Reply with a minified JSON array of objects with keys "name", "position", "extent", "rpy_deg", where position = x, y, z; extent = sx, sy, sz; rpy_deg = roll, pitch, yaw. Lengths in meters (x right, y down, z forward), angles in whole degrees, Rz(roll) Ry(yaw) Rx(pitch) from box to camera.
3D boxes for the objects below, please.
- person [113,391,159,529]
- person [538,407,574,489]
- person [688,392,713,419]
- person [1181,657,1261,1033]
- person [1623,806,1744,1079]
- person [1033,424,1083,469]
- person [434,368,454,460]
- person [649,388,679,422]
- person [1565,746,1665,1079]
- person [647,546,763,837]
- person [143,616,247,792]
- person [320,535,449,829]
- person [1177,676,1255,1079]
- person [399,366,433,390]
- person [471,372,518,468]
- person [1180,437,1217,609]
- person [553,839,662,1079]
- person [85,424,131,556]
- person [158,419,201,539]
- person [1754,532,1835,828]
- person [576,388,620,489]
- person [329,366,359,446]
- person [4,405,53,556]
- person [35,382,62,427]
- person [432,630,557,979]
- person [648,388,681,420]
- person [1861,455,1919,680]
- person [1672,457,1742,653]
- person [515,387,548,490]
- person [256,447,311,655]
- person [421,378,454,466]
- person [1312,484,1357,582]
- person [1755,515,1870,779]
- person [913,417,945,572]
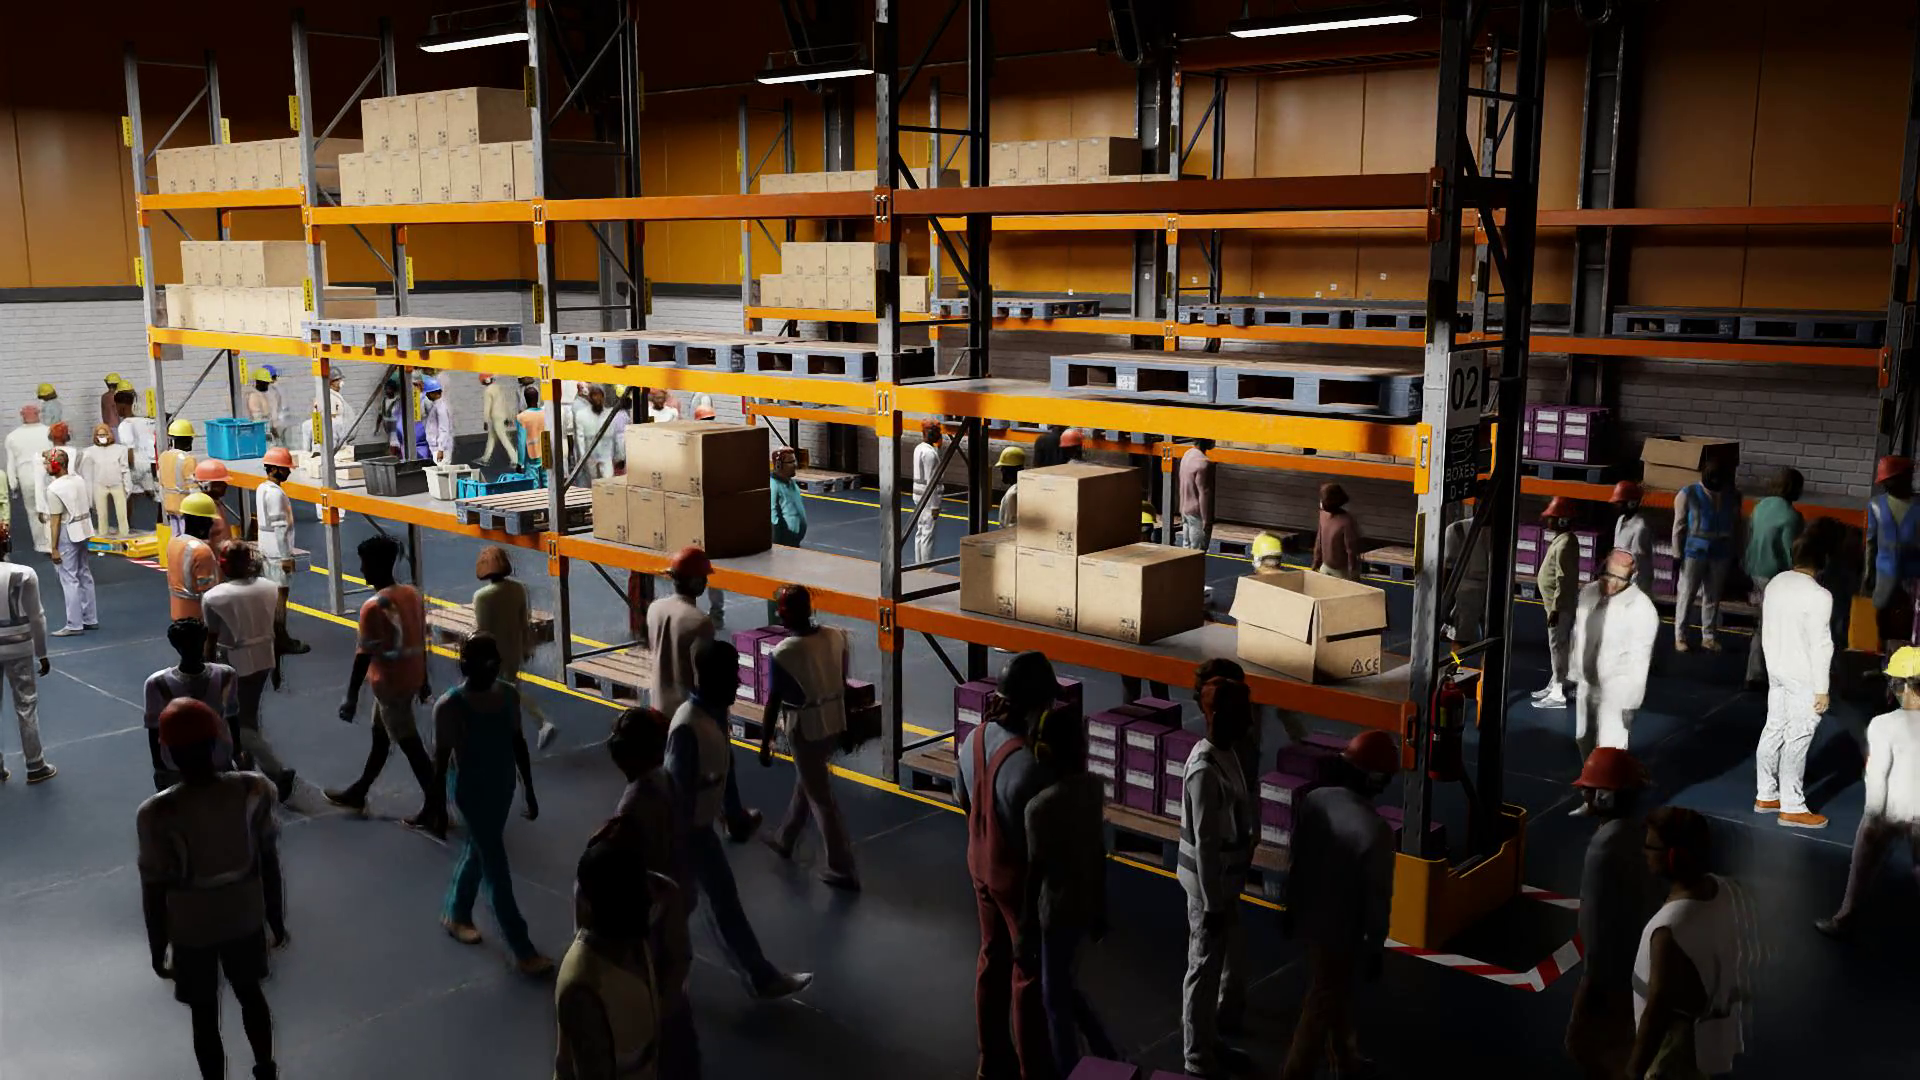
[{"name":"person","position":[-10.584,-0.970,21.534],"extent":[0.913,1.929,0.609],"rpy_deg":[1,10,6]},{"name":"person","position":[-5.536,-1.175,22.586],"extent":[0.599,1.958,0.378],"rpy_deg":[-5,11,-27]},{"name":"person","position":[-3.905,-1.585,24.965],"extent":[0.421,1.936,0.612],"rpy_deg":[-5,11,-27]},{"name":"person","position":[1.272,1.459,8.020],"extent":[0.353,1.838,0.505],"rpy_deg":[2,10,10]},{"name":"person","position":[2.533,1.836,5.992],"extent":[0.815,1.812,0.590],"rpy_deg":[7,12,35]},{"name":"person","position":[1.157,-0.637,19.606],"extent":[0.615,1.941,1.026],"rpy_deg":[-3,10,-14]},{"name":"person","position":[-8.859,-2.163,28.225],"extent":[0.441,1.924,0.650],"rpy_deg":[-4,11,-23]},{"name":"person","position":[-4.113,-1.175,22.814],"extent":[0.598,1.865,0.540],"rpy_deg":[-4,11,-20]},{"name":"person","position":[2.719,1.719,6.858],"extent":[0.526,1.723,0.591],"rpy_deg":[9,14,43]},{"name":"person","position":[-1.702,0.995,10.370],"extent":[0.609,1.943,1.014],"rpy_deg":[7,12,35]},{"name":"person","position":[-4.354,1.266,9.500],"extent":[0.531,1.698,0.320],"rpy_deg":[-9,13,-40]},{"name":"person","position":[-3.787,0.927,10.762],"extent":[0.983,1.917,0.639],"rpy_deg":[1,10,7]},{"name":"person","position":[1.154,1.535,7.455],"extent":[0.355,1.884,0.575],"rpy_deg":[2,10,13]},{"name":"person","position":[-8.843,-2.021,27.119],"extent":[0.609,2.040,0.394],"rpy_deg":[-9,14,-43]},{"name":"person","position":[-7.939,-2.072,28.372],"extent":[0.915,1.699,0.588],"rpy_deg":[0,10,2]},{"name":"person","position":[2.487,-0.253,17.407],"extent":[0.355,1.938,0.634],"rpy_deg":[-2,10,-12]},{"name":"person","position":[-1.123,1.884,5.407],"extent":[0.408,1.915,0.590],"rpy_deg":[0,10,-1]},{"name":"person","position":[-10.403,-0.613,20.329],"extent":[0.496,1.627,0.270],"rpy_deg":[-5,11,-24]},{"name":"person","position":[-8.351,-0.337,17.917],"extent":[0.591,1.926,0.387],"rpy_deg":[6,12,32]},{"name":"person","position":[5.482,0.902,10.879],"extent":[0.362,1.939,0.635],"rpy_deg":[-1,10,-5]},{"name":"person","position":[-4.884,-1.121,22.528],"extent":[0.575,1.856,0.986],"rpy_deg":[-2,10,-14]},{"name":"person","position":[-9.074,-1.527,24.324],"extent":[0.537,2.000,0.682],"rpy_deg":[-3,11,-18]},{"name":"person","position":[-11.214,-0.704,20.254],"extent":[0.691,1.855,0.937],"rpy_deg":[-4,11,-21]},{"name":"person","position":[-13.818,-1.573,25.491],"extent":[0.609,1.731,0.625],"rpy_deg":[-1,10,-6]},{"name":"person","position":[-2.502,1.348,8.779],"extent":[0.951,1.799,0.524],"rpy_deg":[7,12,35]},{"name":"person","position":[-4.459,-1.529,24.833],"extent":[0.663,1.868,0.813],"rpy_deg":[-1,10,-4]},{"name":"person","position":[8.163,0.277,14.274],"extent":[0.500,2.001,0.785],"rpy_deg":[-9,14,-43]},{"name":"person","position":[6.948,0.137,15.489],"extent":[0.634,1.840,0.429],"rpy_deg":[0,10,1]},{"name":"person","position":[-5.643,-1.083,22.179],"extent":[0.391,1.913,0.588],"rpy_deg":[9,14,42]},{"name":"person","position":[-6.310,0.098,15.456],"extent":[0.374,1.928,0.542],"rpy_deg":[-7,12,-35]},{"name":"person","position":[-7.315,-1.303,23.352],"extent":[0.402,1.938,0.604],"rpy_deg":[-4,11,-23]},{"name":"person","position":[3.449,0.279,15.320],"extent":[0.454,1.602,0.593],"rpy_deg":[-5,11,-26]},{"name":"person","position":[6.084,0.782,11.623],"extent":[0.628,1.921,0.765],"rpy_deg":[-9,14,-42]},{"name":"person","position":[-0.341,-0.421,18.513],"extent":[0.356,1.886,0.574],"rpy_deg":[-3,10,-15]}]
